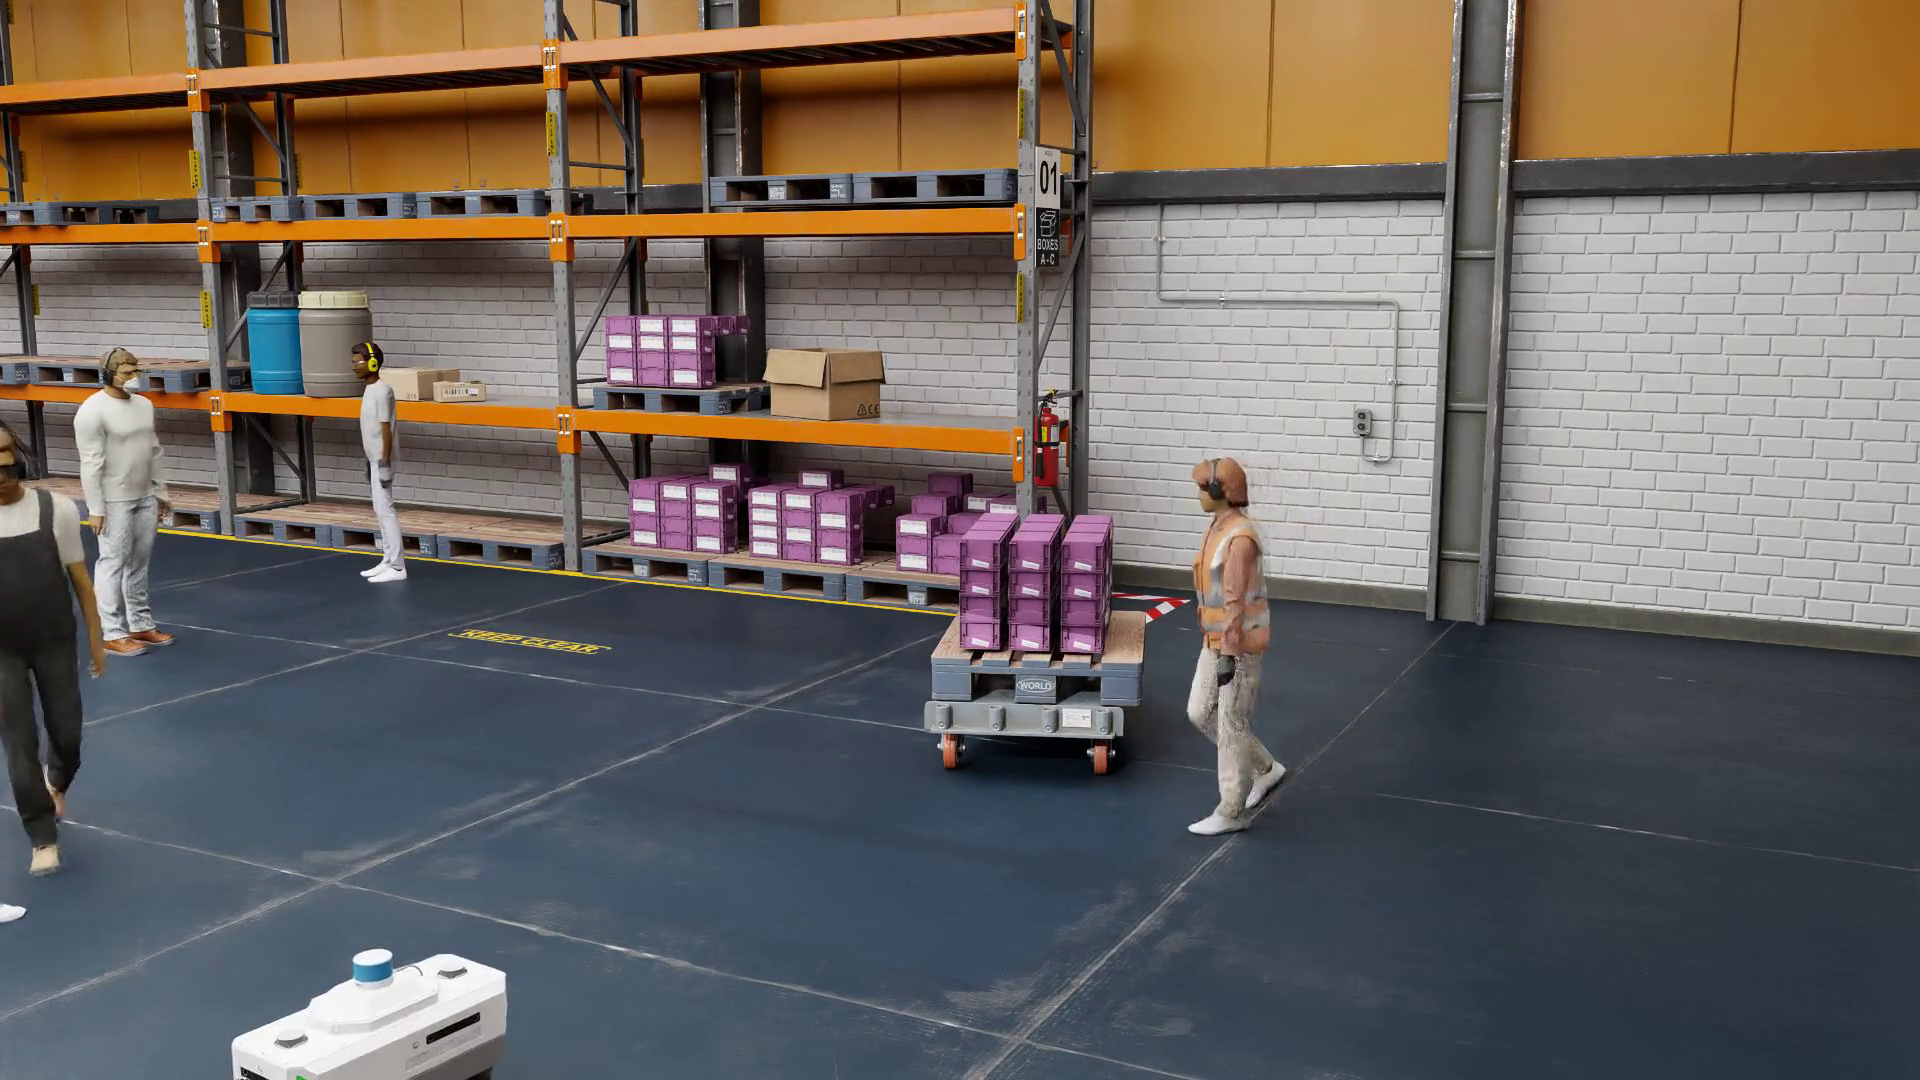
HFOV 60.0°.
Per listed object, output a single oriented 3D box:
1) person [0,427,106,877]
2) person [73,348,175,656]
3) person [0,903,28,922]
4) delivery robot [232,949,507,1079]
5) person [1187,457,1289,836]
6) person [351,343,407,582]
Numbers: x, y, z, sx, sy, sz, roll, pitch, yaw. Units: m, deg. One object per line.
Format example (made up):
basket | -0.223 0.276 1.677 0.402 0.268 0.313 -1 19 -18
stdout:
person | -3.800 0.422 6.767 0.564 1.811 0.645 -5 11 -30
person | -5.259 -0.242 10.476 0.361 1.933 0.630 2 9 10
person | -3.925 0.497 6.075 0.801 1.887 0.589 0 9 2
delivery robot | -1.585 1.361 4.533 0.477 0.478 0.707 6 11 34
person | 1.189 0.450 7.123 0.406 1.620 0.538 -1 9 -9
person | -4.524 -0.603 12.937 0.320 1.861 0.515 -5 11 -30
